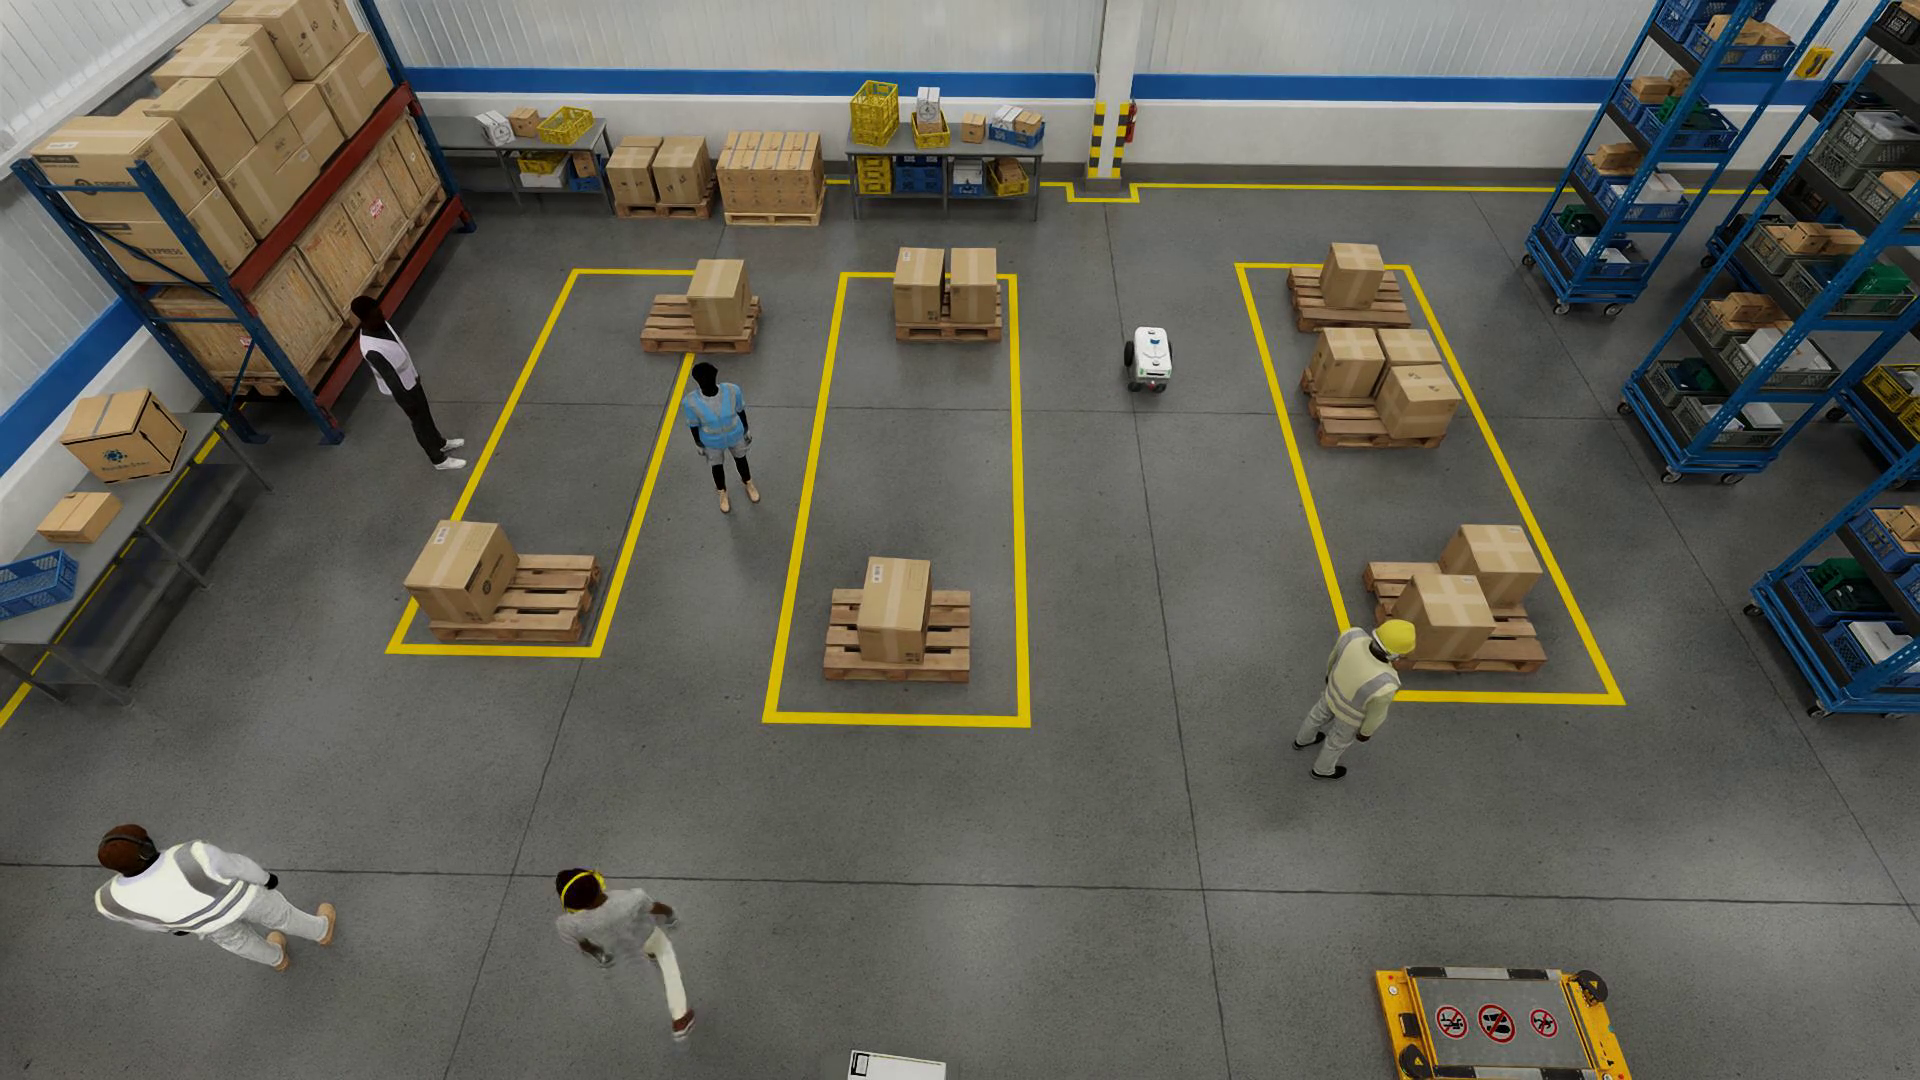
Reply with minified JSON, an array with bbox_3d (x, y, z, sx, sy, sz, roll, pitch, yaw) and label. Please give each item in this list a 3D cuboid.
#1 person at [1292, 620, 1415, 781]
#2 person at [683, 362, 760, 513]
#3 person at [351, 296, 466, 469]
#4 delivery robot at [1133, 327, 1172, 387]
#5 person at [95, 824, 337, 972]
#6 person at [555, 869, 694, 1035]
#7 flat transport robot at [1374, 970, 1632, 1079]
[{"bbox_3d":[2.805,1.139,6.545,0.403,1.823,0.587,-11,52,-9],"label":"person"},{"bbox_3d":[-2.150,-0.930,8.312,0.542,1.695,0.316,-20,54,-16],"label":"person"},{"bbox_3d":[-5.220,-1.459,8.603,0.379,1.916,0.591,-16,53,-13],"label":"person"},{"bbox_3d":[2.063,-1.985,9.846,0.477,0.478,0.707,2,51,1],"label":"delivery robot"},{"bbox_3d":[-4.582,2.220,5.657,0.621,1.837,0.430,-25,55,-19],"label":"person"},{"bbox_3d":[-1.972,2.401,5.527,0.536,1.835,0.841,-16,53,-12],"label":"person"},{"bbox_3d":[3.501,3.133,5.914,1.431,0.197,0.652,1,51,1],"label":"flat transport robot"}]
